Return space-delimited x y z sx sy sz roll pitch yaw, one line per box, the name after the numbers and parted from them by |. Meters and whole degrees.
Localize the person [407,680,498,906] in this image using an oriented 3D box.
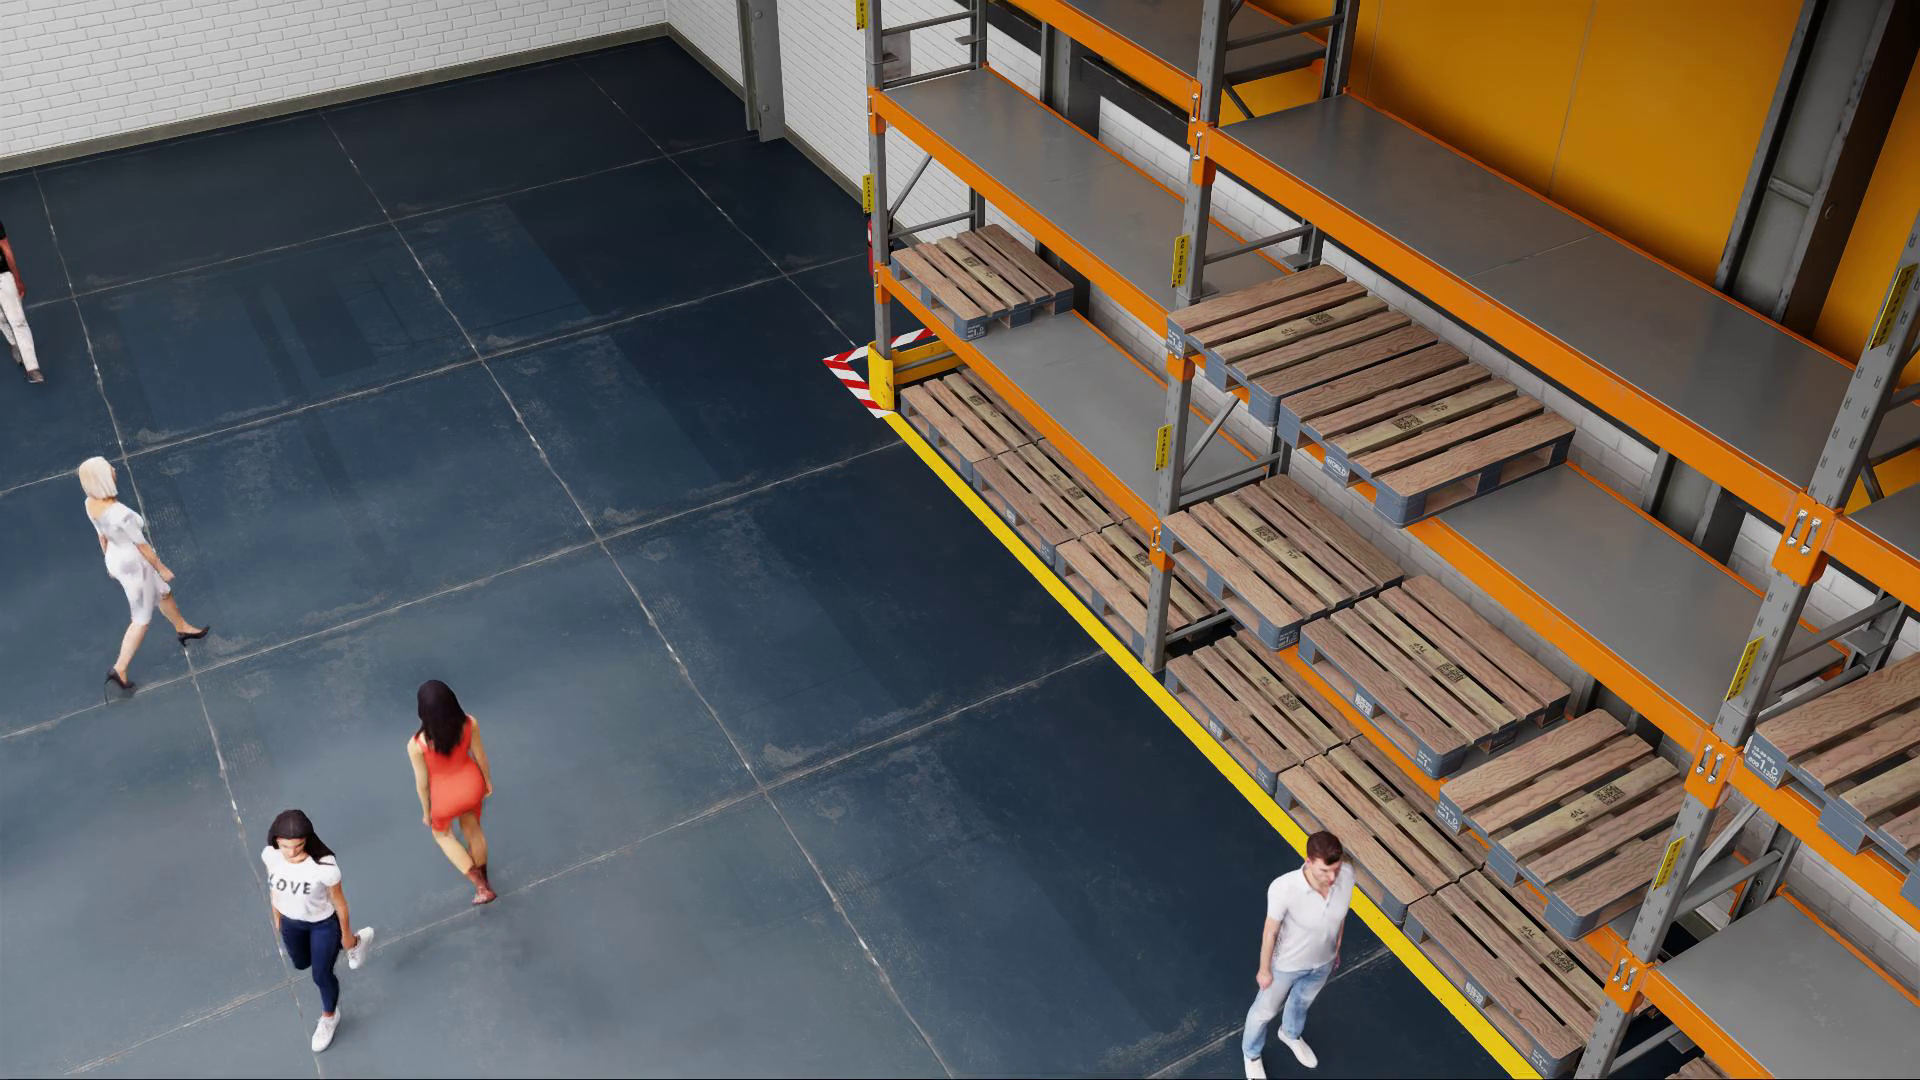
-2.867 1.513 9.567 0.672 1.707 0.777 -28 47 -31 | person

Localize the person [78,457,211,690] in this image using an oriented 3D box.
-5.597 0.249 11.142 1.089 1.716 0.940 24 44 27 | person

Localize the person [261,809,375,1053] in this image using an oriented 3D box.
-3.418 1.996 8.928 0.971 1.750 1.024 15 41 18 | person

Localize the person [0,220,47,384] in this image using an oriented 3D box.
-8.271 -2.234 14.229 0.683 1.745 1.174 -19 42 -22 | person

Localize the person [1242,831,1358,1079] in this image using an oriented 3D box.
1.770 2.152 8.653 0.682 1.850 0.609 -14 41 -16 | person
